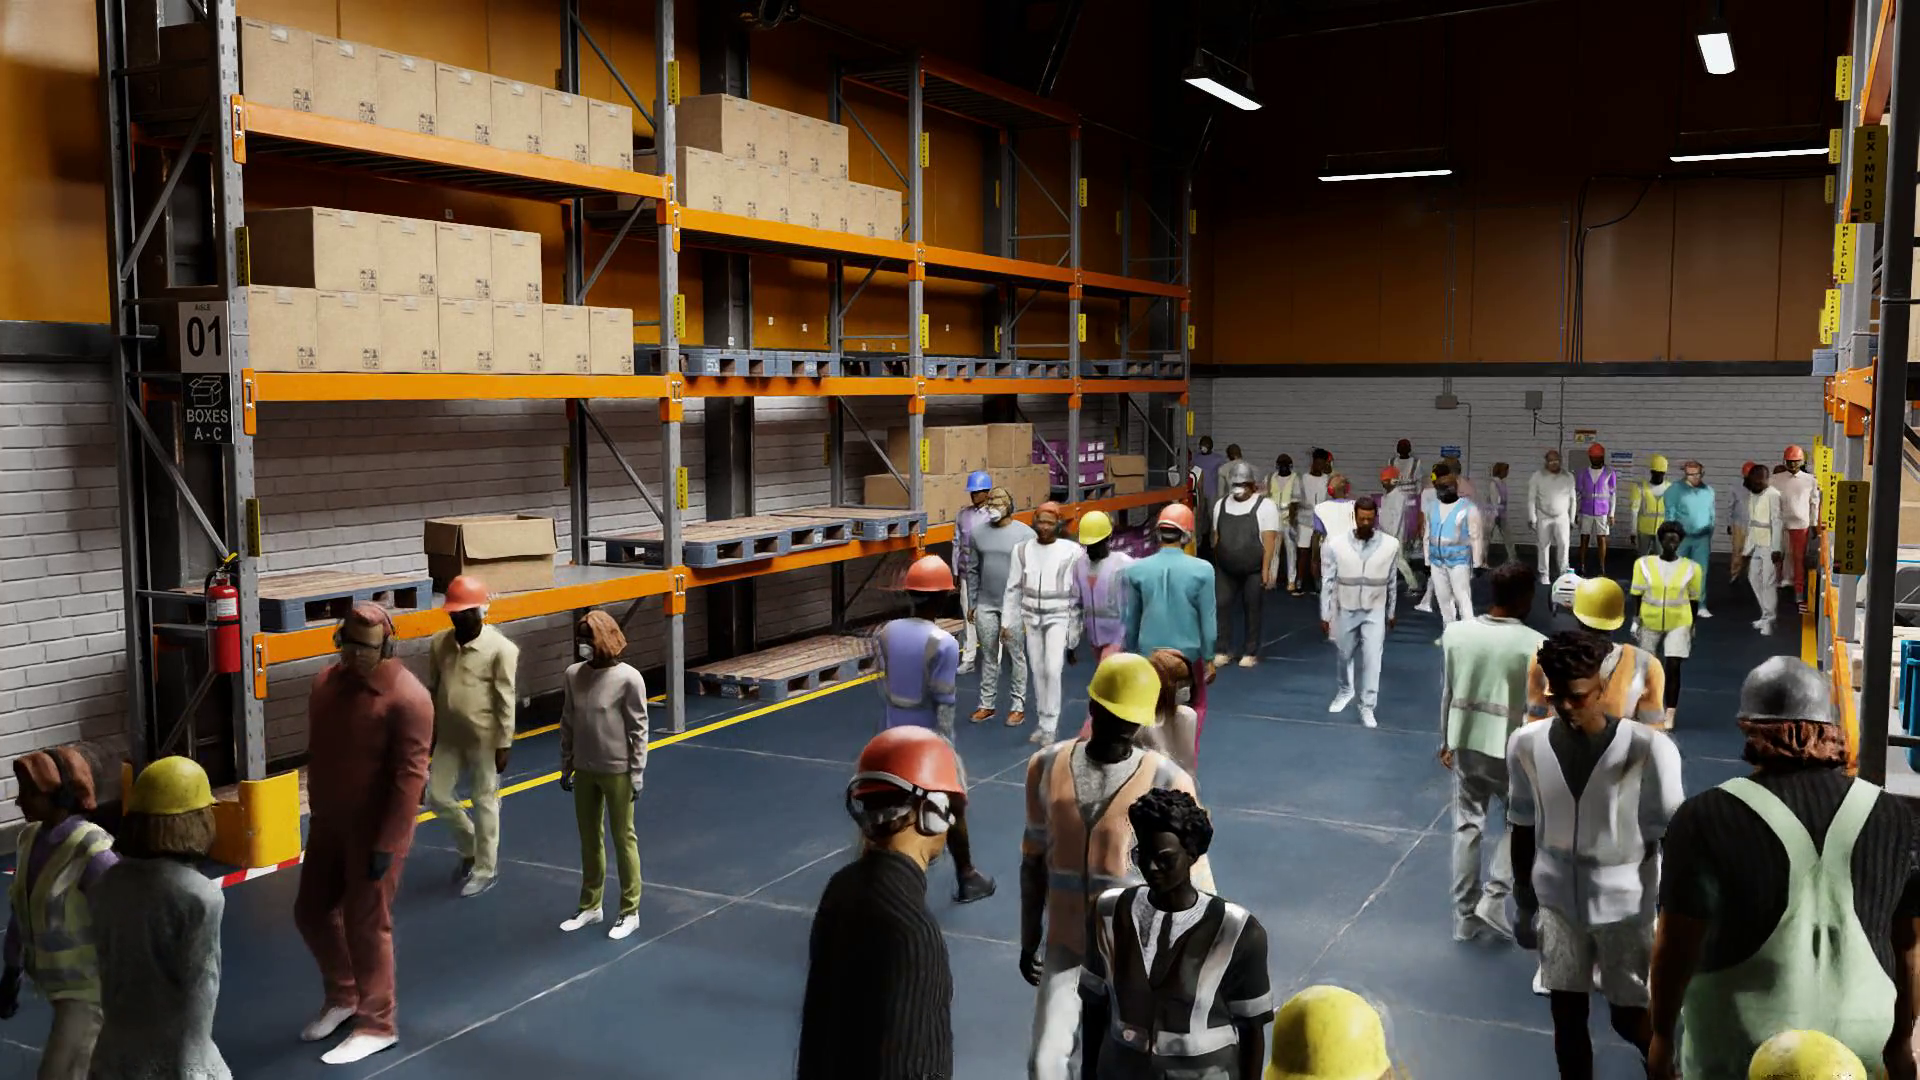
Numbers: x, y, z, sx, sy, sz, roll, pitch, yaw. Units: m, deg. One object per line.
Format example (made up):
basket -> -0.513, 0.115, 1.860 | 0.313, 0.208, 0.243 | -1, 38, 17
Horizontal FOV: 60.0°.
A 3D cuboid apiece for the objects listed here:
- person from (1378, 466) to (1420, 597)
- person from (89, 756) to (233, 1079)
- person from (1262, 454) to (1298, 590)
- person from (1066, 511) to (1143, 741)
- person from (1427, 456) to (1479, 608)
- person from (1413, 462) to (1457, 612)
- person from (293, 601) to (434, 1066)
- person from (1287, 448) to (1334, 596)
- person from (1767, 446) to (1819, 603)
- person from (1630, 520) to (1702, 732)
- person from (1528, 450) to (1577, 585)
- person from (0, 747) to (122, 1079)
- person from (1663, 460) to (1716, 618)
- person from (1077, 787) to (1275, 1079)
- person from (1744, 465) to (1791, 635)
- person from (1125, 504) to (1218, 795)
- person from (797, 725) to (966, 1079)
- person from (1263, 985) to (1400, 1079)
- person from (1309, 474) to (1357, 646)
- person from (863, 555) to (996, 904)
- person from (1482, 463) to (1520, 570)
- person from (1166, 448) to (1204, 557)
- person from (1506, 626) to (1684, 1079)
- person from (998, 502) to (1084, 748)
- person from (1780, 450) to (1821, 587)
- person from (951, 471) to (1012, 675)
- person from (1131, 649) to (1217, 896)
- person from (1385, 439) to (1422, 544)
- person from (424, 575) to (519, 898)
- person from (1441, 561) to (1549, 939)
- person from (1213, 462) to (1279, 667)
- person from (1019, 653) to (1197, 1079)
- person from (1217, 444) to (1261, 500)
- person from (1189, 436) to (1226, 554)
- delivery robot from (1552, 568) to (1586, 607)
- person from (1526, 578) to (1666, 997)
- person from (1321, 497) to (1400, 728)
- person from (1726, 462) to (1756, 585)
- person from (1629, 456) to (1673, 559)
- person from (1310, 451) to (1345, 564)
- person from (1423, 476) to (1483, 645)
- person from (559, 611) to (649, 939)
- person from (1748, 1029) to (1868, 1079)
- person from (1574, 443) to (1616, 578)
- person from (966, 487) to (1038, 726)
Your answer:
person -> 5.600, -0.100, 21.561 | 0.829, 1.718, 0.560 | -1, 5, -12
person -> -2.291, 1.467, 4.792 | 0.499, 1.681, 0.947 | 2, 6, 18
person -> 4.338, -0.234, 22.346 | 0.643, 1.834, 0.431 | 2, 6, 23
person -> 1.013, 0.721, 11.884 | 0.960, 1.854, 0.601 | -4, 7, -38
person -> 6.077, -0.090, 20.605 | 0.638, 1.905, 1.005 | 4, 7, 38
person -> 5.730, -0.008, 19.901 | 0.535, 1.842, 0.829 | -2, 6, -22
person -> -2.470, 1.184, 6.817 | 0.685, 1.874, 0.423 | 3, 6, 32
person -> 4.590, -0.224, 21.666 | 0.661, 1.935, 0.451 | 0, 5, 3
person -> 10.519, -0.198, 21.049 | 0.625, 1.992, 0.386 | 3, 6, 26
person -> 5.697, 0.663, 13.431 | 0.527, 1.679, 0.689 | 3, 6, 27
person -> 8.052, -0.275, 22.575 | 0.662, 1.859, 0.962 | 1, 5, 10
person -> -2.889, 1.452, 5.448 | 0.536, 1.591, 0.883 | 4, 7, 37
person -> 8.669, -0.027, 19.844 | 0.671, 1.873, 0.694 | 0, 5, -3
person -> 0.555, 1.493, 4.437 | 0.542, 1.695, 0.316 | 3, 6, 26
person -> 8.978, 0.107, 18.465 | 0.370, 1.876, 0.693 | 0, 5, 1
person -> 1.412, 0.742, 11.036 | 0.660, 1.969, 0.549 | 2, 6, 23
person -> -0.187, 1.418, 3.877 | 0.532, 1.950, 0.651 | -2, 6, -24
person -> 0.650, 1.633, 2.939 | 0.492, 1.697, 0.896 | 3, 6, 30
person -> 3.984, 0.217, 17.507 | 0.560, 1.821, 0.444 | -1, 5, -6
person -> -0.209, 1.021, 8.562 | 0.547, 1.893, 1.023 | 4, 7, 38
person -> 8.014, -0.333, 24.569 | 0.804, 1.600, 0.541 | 5, 7, 43
person -> 3.350, -0.471, 24.781 | 0.575, 1.843, 0.375 | 3, 6, 26
person -> 2.254, 1.249, 5.817 | 0.664, 1.936, 0.701 | 5, 7, 42
person -> 0.593, 0.650, 12.641 | 0.611, 1.863, 0.726 | 3, 6, 26
person -> 11.476, -0.299, 22.647 | 0.756, 1.899, 0.597 | -2, 6, -22
person -> 0.197, 0.322, 15.703 | 0.618, 1.946, 0.394 | 3, 6, 26
person -> 0.920, 1.276, 7.182 | 0.517, 1.615, 0.544 | -4, 7, -40
person -> 7.185, -0.693, 26.965 | 0.587, 1.882, 0.342 | 3, 6, 26
person -> -2.646, 1.048, 8.938 | 0.572, 1.739, 0.373 | 2, 6, 21
person -> 2.620, 1.046, 8.223 | 0.648, 1.895, 0.464 | 5, 7, 41
person -> 2.698, 0.240, 16.093 | 0.690, 2.000, 0.711 | 3, 6, 28
person -> 0.426, 1.310, 5.319 | 0.612, 1.896, 0.536 | 3, 6, 26
person -> 4.146, -0.491, 24.835 | 0.645, 1.874, 0.988 | -1, 5, -6
person -> 4.011, -0.734, 27.121 | 0.638, 1.938, 0.357 | 3, 6, 26
delivery robot -> 7.271, 0.581, 19.832 | 0.477, 0.478, 0.707 | 2, 6, 24
person -> 2.845, 1.115, 7.474 | 0.588, 1.894, 0.626 | 2, 6, 20
person -> 3.276, 0.557, 13.663 | 0.612, 1.877, 0.803 | 1, 5, 9
person -> 10.858, -0.224, 22.910 | 0.569, 1.693, 0.870 | 3, 6, 26
person -> 8.782, -0.134, 21.089 | 0.596, 1.863, 1.052 | 1, 5, 12
person -> 5.614, -0.492, 25.495 | 0.575, 1.749, 0.334 | 3, 6, 26
person -> 5.171, 0.238, 17.436 | 0.434, 1.811, 0.721 | -5, 7, -41
person -> -1.790, 1.164, 8.319 | 0.509, 1.632, 0.269 | 3, 6, 26
person -> 1.398, 1.656, 2.685 | 0.825, 1.680, 0.567 | -4, 7, -39
person -> 8.961, -0.396, 23.491 | 0.553, 1.934, 0.367 | 3, 6, 26
person -> 0.334, 0.535, 13.463 | 0.638, 1.938, 0.357 | 3, 6, 26
